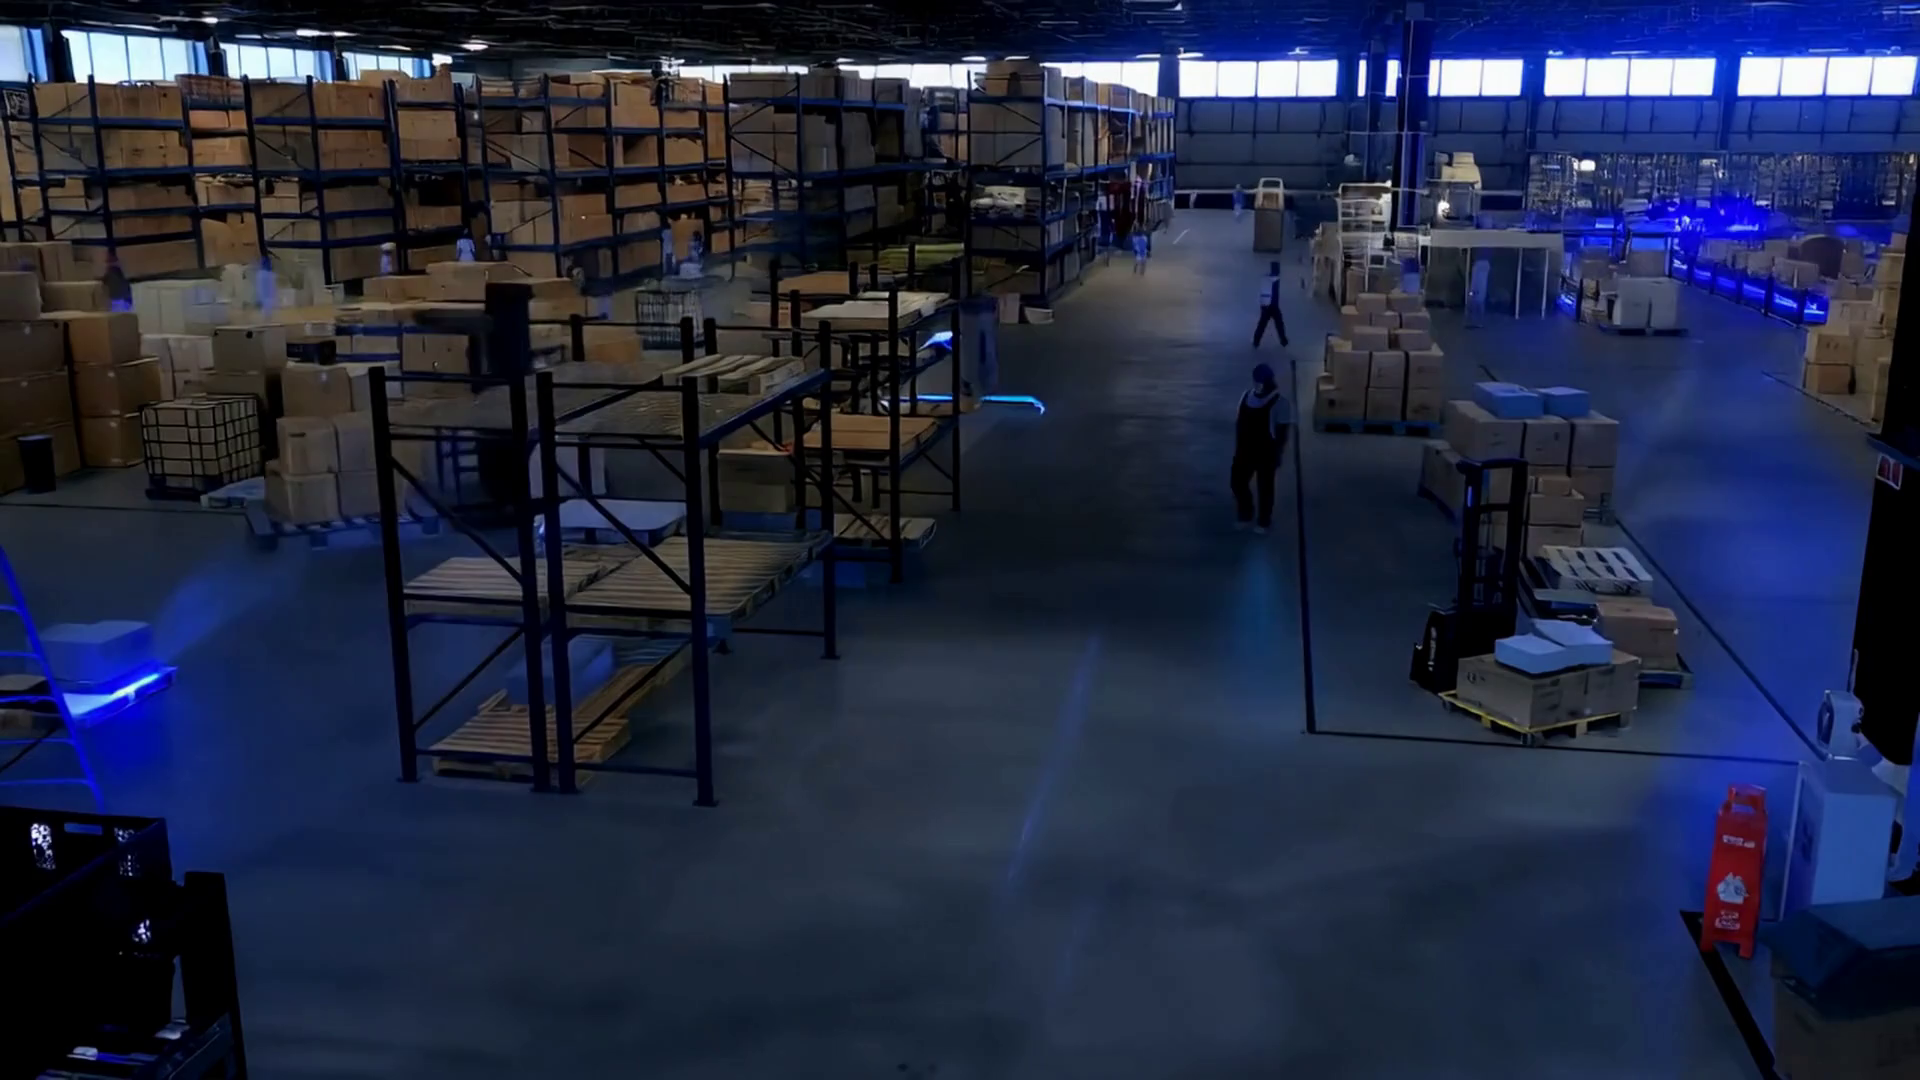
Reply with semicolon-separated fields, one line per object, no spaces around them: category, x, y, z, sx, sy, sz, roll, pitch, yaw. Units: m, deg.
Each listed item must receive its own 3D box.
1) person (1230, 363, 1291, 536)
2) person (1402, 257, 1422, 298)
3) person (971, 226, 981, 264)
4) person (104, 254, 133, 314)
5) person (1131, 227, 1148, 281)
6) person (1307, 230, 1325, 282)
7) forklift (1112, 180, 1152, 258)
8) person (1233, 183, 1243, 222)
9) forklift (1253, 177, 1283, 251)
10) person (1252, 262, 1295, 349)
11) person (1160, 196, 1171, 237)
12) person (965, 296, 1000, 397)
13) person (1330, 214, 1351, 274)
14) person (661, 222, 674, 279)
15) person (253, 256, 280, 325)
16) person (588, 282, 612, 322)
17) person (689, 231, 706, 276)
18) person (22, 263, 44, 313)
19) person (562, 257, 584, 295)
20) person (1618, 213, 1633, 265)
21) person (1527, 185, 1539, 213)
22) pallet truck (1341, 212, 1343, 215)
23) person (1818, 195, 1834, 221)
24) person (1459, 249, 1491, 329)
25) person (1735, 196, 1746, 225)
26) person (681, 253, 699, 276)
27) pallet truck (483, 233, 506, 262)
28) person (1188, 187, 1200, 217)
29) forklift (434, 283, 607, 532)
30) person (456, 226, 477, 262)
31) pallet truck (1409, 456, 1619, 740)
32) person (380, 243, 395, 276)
person;3.442;-1.052;19.202;0.709;2.000;0.536;13;19;42
person;9.719;-5.153;36.050;0.613;1.944;0.843;-12;18;-40
person;0.550;-10.547;58.323;0.534;1.766;0.318;12;18;40
person;-18.364;-5.277;36.513;0.927;1.953;0.632;0;14;1
person;5.614;-8.949;51.978;0.543;1.685;0.471;-4;15;-18
person;11.089;-8.863;51.804;0.503;1.613;0.737;5;15;20
forklift;6.082;-11.722;60.796;1.873;2.768;1.129;2;14;9
person;14.301;-17.376;85.609;0.621;1.974;0.427;-5;15;-20
forklift;12.083;-12.747;64.956;1.129;2.768;1.873;3;14;10
person;6.736;-5.035;35.734;0.993;1.863;0.609;-5;15;-18
person;9.135;-14.351;73.762;0.327;1.769;0.525;-10;17;-35
person;0.458;-3.324;28.828;0.749;1.846;0.526;6;15;21
person;12.558;-9.719;54.522;0.946;1.986;0.649;-10;17;-36
person;-8.756;-8.571;49.945;0.366;1.936;0.630;-9;17;-34
person;-15.418;-5.324;36.821;0.862;1.918;0.643;-1;14;-3
person;-6.827;-3.961;31.459;0.477;1.826;0.621;6;15;23
person;-7.920;-8.502;50.192;0.537;1.673;0.609;-2;14;-8
person;-20.239;-5.115;36.177;0.875;1.811;0.630;-3;14;-14
person;-9.355;-6.022;40.226;0.527;1.630;0.314;0;14;-1
person;23.235;-10.511;58.066;0.403;1.821;0.595;10;17;34
person;31.171;-18.412;90.311;0.541;1.733;0.575;2;14;10
pallet truck;15.874;-13.227;70.310;0.680;1.201;1.601;10;17;35
person;38.652;-14.518;74.296;0.404;1.836;0.590;-12;18;-40
person;12.208;-5.958;39.432;0.684;1.882;0.706;-12;18;-40
person;33.896;-14.017;72.241;0.567;1.845;0.386;-12;18;-41
person;-6.807;-6.390;41.765;0.526;1.605;0.806;-9;17;-33
pallet truck;-11.832;-7.026;43.548;1.885;1.965;0.823;8;16;28
person;12.668;-18.347;90.344;0.509;1.584;0.881;-9;16;-32
forklift;-5.325;-1.653;19.913;1.873;2.768;1.129;-7;16;-27
person;-14.232;-8.081;48.013;0.571;1.908;0.818;-4;14;-15
pallet truck;4.504;0.400;13.395;0.823;1.965;1.885;-6;15;-23
person;-14.204;-6.371;41.104;0.877;1.907;0.550;0;14;0
